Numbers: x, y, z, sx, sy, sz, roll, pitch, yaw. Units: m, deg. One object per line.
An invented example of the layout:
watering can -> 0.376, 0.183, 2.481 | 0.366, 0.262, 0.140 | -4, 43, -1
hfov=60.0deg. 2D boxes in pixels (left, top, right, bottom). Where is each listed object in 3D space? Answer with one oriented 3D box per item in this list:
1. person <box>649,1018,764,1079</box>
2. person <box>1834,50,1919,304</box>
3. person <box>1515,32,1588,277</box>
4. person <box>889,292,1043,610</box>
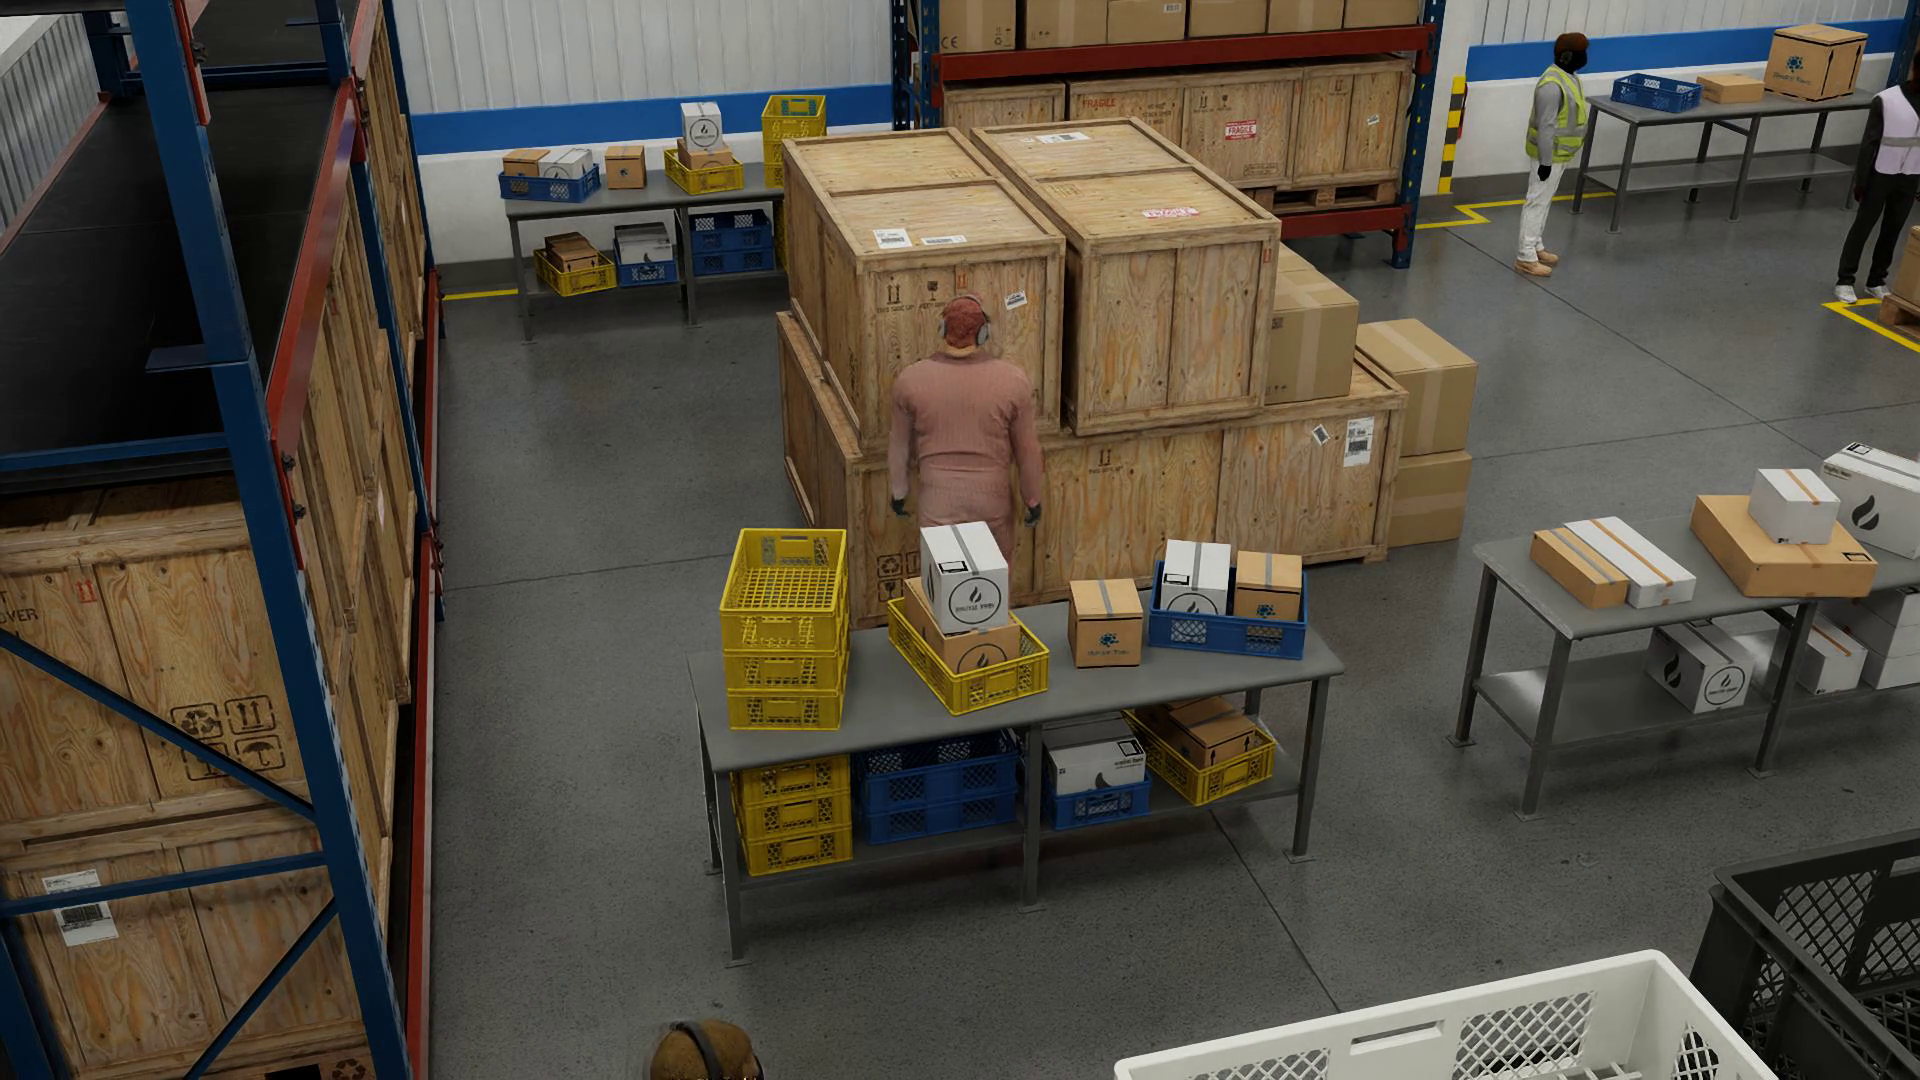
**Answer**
person -> -0.535, 1.901, 3.934 | 0.546, 1.925, 0.688 | -8, 30, -15
person -> 6.904, -2.696, 12.301 | 0.582, 1.910, 0.391 | -1, 29, -2
person -> 4.608, -3.000, 12.916 | 0.429, 1.844, 0.625 | 14, 32, 24
person -> 0.032, -0.238, 7.854 | 0.729, 1.895, 0.401 | 4, 29, 8
